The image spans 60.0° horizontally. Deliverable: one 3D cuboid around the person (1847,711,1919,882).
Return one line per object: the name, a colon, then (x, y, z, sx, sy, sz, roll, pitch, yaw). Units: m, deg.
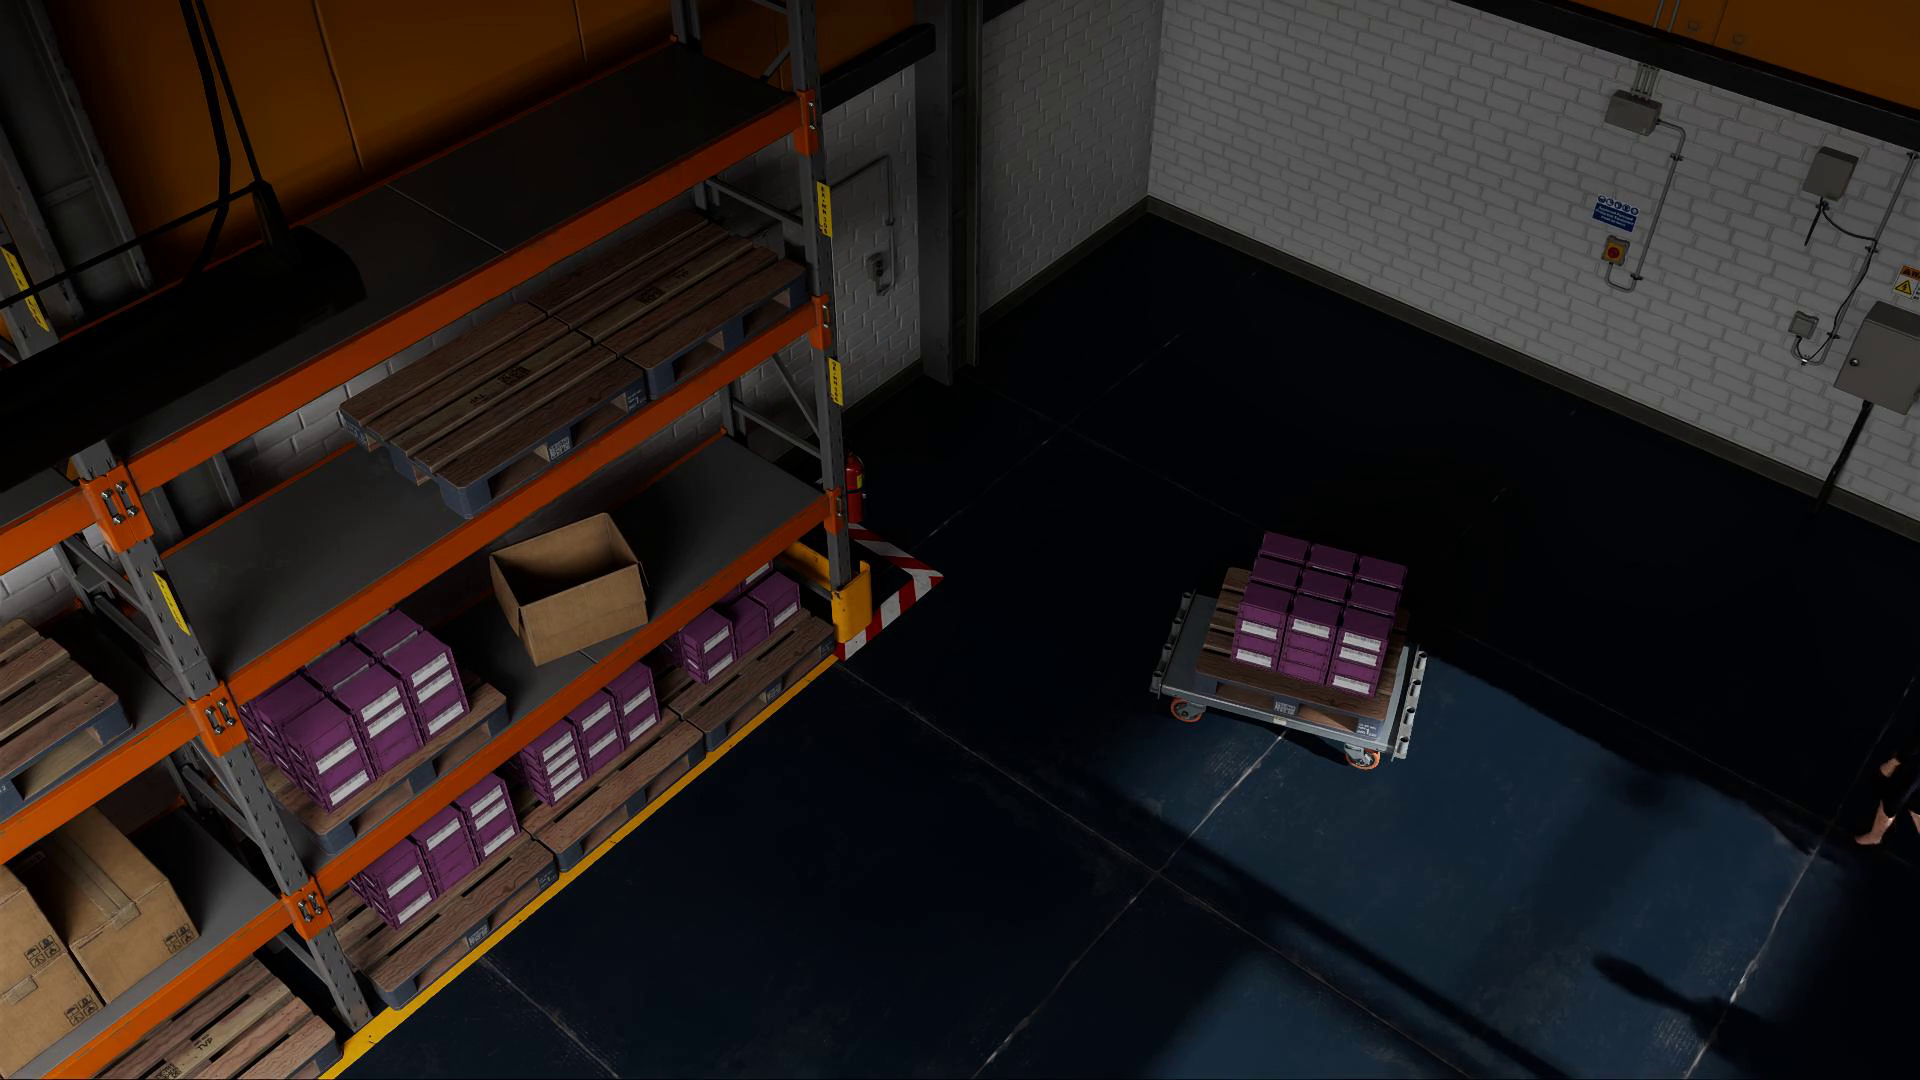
person: (5.547, 1.376, 9.489, 0.887, 1.733, 0.875, -13, 45, -13)
